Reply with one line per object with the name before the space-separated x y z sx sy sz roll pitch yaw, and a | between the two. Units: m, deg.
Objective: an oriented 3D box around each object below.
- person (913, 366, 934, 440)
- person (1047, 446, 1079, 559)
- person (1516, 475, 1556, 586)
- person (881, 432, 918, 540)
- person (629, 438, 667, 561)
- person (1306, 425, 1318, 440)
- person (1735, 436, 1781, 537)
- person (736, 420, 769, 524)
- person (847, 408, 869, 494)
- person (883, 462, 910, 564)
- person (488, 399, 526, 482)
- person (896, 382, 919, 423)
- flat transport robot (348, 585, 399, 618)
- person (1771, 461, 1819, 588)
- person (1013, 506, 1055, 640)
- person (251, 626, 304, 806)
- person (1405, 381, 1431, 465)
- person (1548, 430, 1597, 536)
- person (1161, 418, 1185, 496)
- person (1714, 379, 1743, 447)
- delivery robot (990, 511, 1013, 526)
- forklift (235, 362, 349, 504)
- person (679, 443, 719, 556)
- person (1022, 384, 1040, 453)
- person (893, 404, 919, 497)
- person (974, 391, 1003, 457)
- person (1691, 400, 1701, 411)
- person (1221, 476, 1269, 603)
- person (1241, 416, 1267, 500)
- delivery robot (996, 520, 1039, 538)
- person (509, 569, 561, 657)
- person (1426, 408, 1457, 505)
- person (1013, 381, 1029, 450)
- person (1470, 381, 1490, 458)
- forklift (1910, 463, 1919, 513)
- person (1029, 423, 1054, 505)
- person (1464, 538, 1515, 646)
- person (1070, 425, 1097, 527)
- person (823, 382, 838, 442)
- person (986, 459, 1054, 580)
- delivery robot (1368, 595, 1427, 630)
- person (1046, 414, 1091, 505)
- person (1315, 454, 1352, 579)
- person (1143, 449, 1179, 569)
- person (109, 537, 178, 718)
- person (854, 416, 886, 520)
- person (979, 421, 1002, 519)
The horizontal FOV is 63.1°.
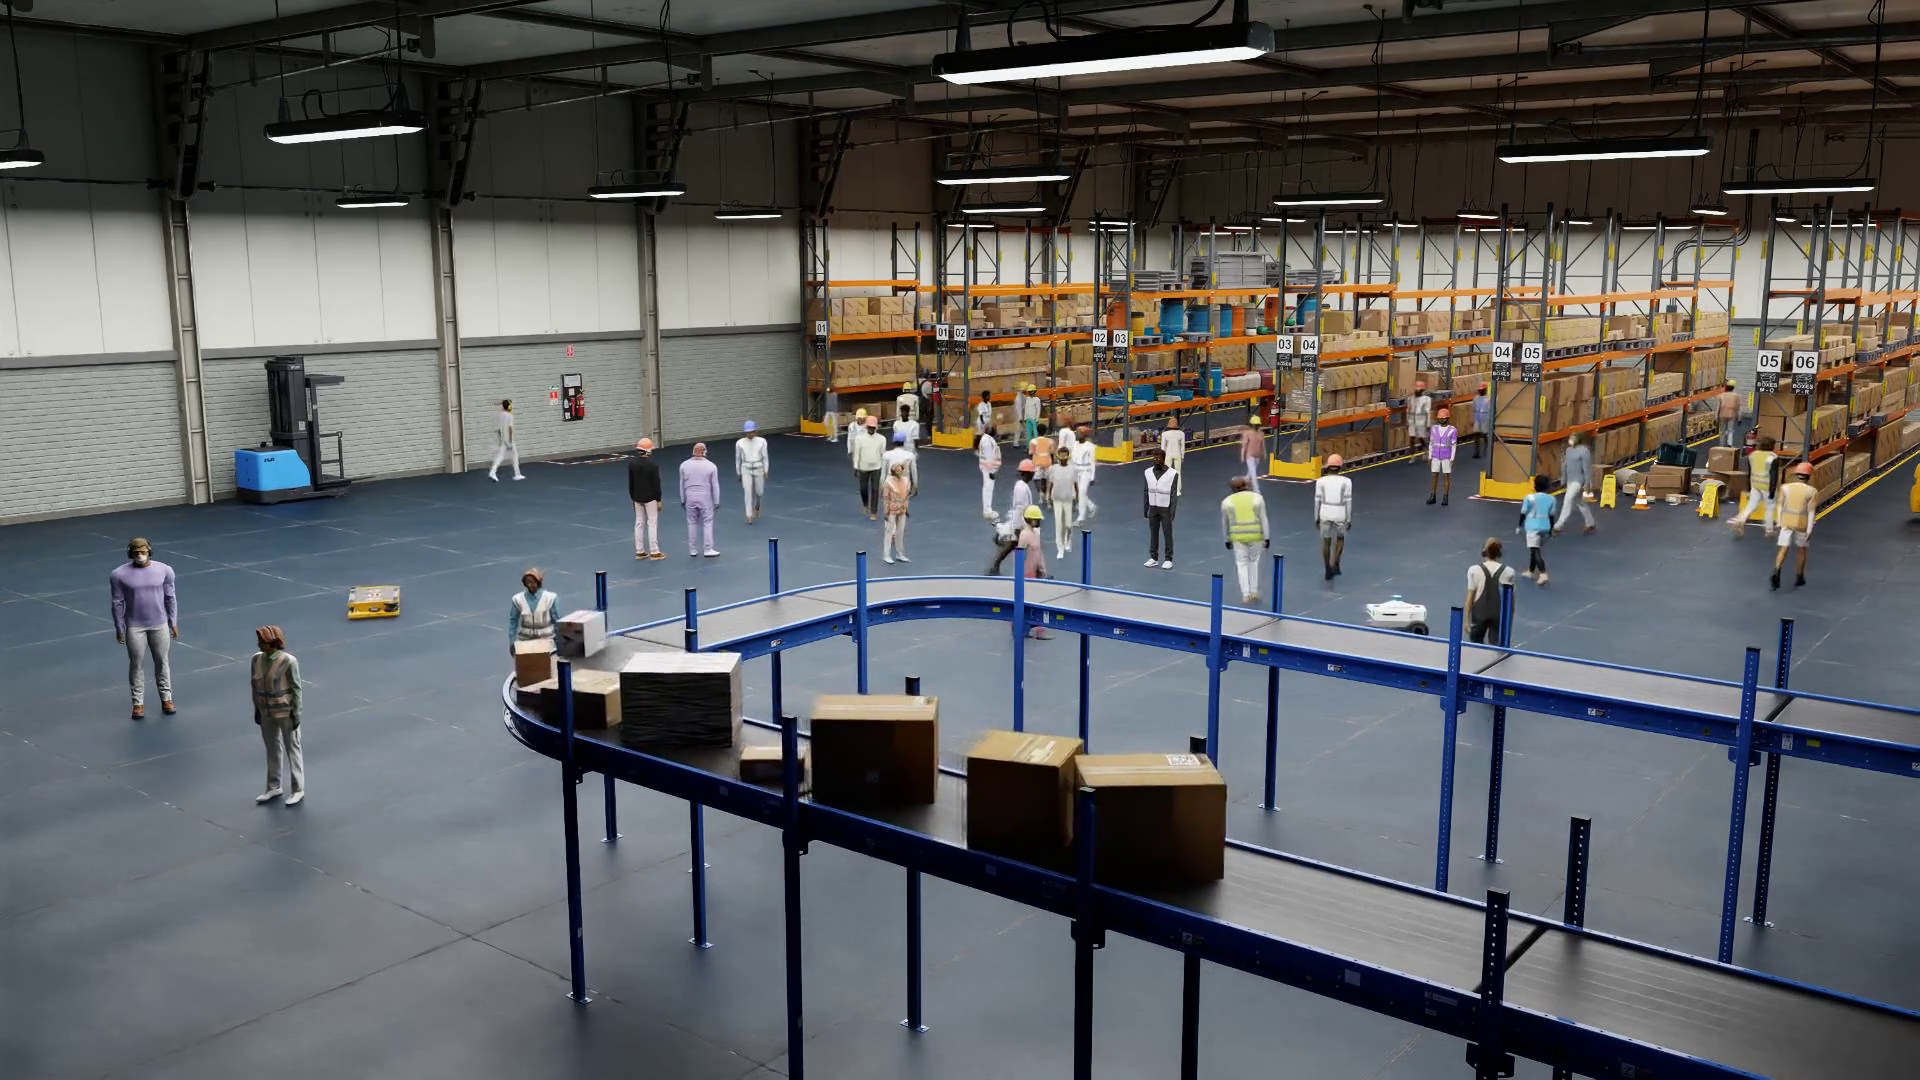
person | -0.994 -3.731 42.843 0.689 2.000 0.717 8 13 39
person | 1.696 -0.639 25.872 0.526 1.849 0.527 1 10 6
person | 8.781 -0.161 23.706 0.536 1.659 0.852 -3 10 -15
person | -1.072 -0.948 27.485 0.636 1.898 0.991 3 10 16
person | -5.128 -0.669 25.631 0.631 1.990 0.404 5 11 27
person | 9.381 -3.433 41.361 0.382 1.924 0.594 -6 12 -31
person | 14.162 -0.941 27.692 0.840 1.814 0.624 -5 11 -24
person | -3.905 -1.305 29.394 0.617 1.925 0.729 -2 10 -10
person | -2.077 -1.921 33.188 0.587 1.805 0.729 4 11 21
person | -1.035 -0.448 25.374 0.523 1.638 0.310 -9 14 -42
person | -10.158 -2.222 34.856 0.521 1.835 0.915 6 12 31
person | -1.334 -3.083 39.660 0.599 1.832 0.404 -3 11 -18
flat transport robot | -8.249 0.852 22.024 0.652 0.197 1.431 -4 11 -19
person | 12.482 -0.227 23.402 0.553 1.908 0.892 9 14 42
person | 0.998 0.425 20.140 0.739 1.736 0.553 4 11 21
person | -6.126 1.564 14.055 0.514 1.636 0.315 4 11 19
person | 11.076 -2.844 37.777 0.613 2.026 0.657 8 13 39
person | 10.989 -1.022 27.912 1.034 1.894 0.649 -1 10 -7
person | 4.431 -1.730 32.599 0.499 1.634 0.279 0 10 -1
person | 19.521 -3.132 39.754 0.637 1.900 0.638 5 11 25
delivery robot | 0.879 -0.384 27.189 0.698 0.223 0.335 -5 11 -24
forklift | -13.803 -2.244 32.110 1.129 2.768 1.873 8 13 37
person | -4.309 -0.661 25.901 0.661 1.886 0.416 0 10 2
person | 1.830 -3.082 39.843 0.308 1.769 0.525 -9 13 -41
person | -1.122 -1.841 32.327 0.616 1.948 0.427 4 11 19
person | 0.678 -2.894 39.066 0.856 1.654 0.539 8 13 39
person | 21.479 -4.018 45.533 0.563 1.606 0.510 2 10 13
person | 4.098 -0.022 22.563 0.697 1.795 0.682 1 10 6
person | 6.046 -1.702 32.202 0.538 1.718 0.902 -6 12 -29
delivery robot | 0.993 -0.177 26.752 0.707 0.478 0.477 -2 10 -11
person | -4.525 1.126 16.612 0.538 1.604 0.805 0 10 -1
person | 9.688 -1.679 31.461 0.543 1.939 0.355 7 12 33
person | 1.691 -3.210 40.449 0.704 1.800 0.614 5 11 28
person | 12.993 -3.000 38.943 0.499 1.918 0.560 -10 14 -44
forklift | 19.034 -1.348 28.998 2.313 2.155 1.214 8 13 37
person | 1.643 -1.498 31.213 0.537 1.671 0.620 -2 10 -13
person | 5.923 0.863 17.538 0.528 1.795 0.937 2 10 11
person | 2.308 -1.204 28.998 0.594 1.864 0.592 -7 12 -35
person | -3.492 -3.456 42.370 0.509 1.618 0.449 9 14 42
person | 0.893 -0.298 23.846 1.000 1.895 0.554 0 10 1
delivery robot | 5.676 0.964 20.333 0.707 0.478 0.477 1 10 5
person | 2.146 -1.601 31.328 0.999 1.837 0.595 -3 11 -18
person | 5.765 -0.373 24.150 0.578 1.920 0.530 4 11 21
person | 3.203 -0.515 24.991 0.588 1.913 0.377 6 12 32
person | -8.744 0.923 16.811 0.635 1.939 0.366 -7 12 -33
person | -1.696 -1.382 29.666 0.636 1.979 0.524 0 10 -2
person | 0.586 -1.341 29.900 0.430 1.841 0.641 0 10 2
